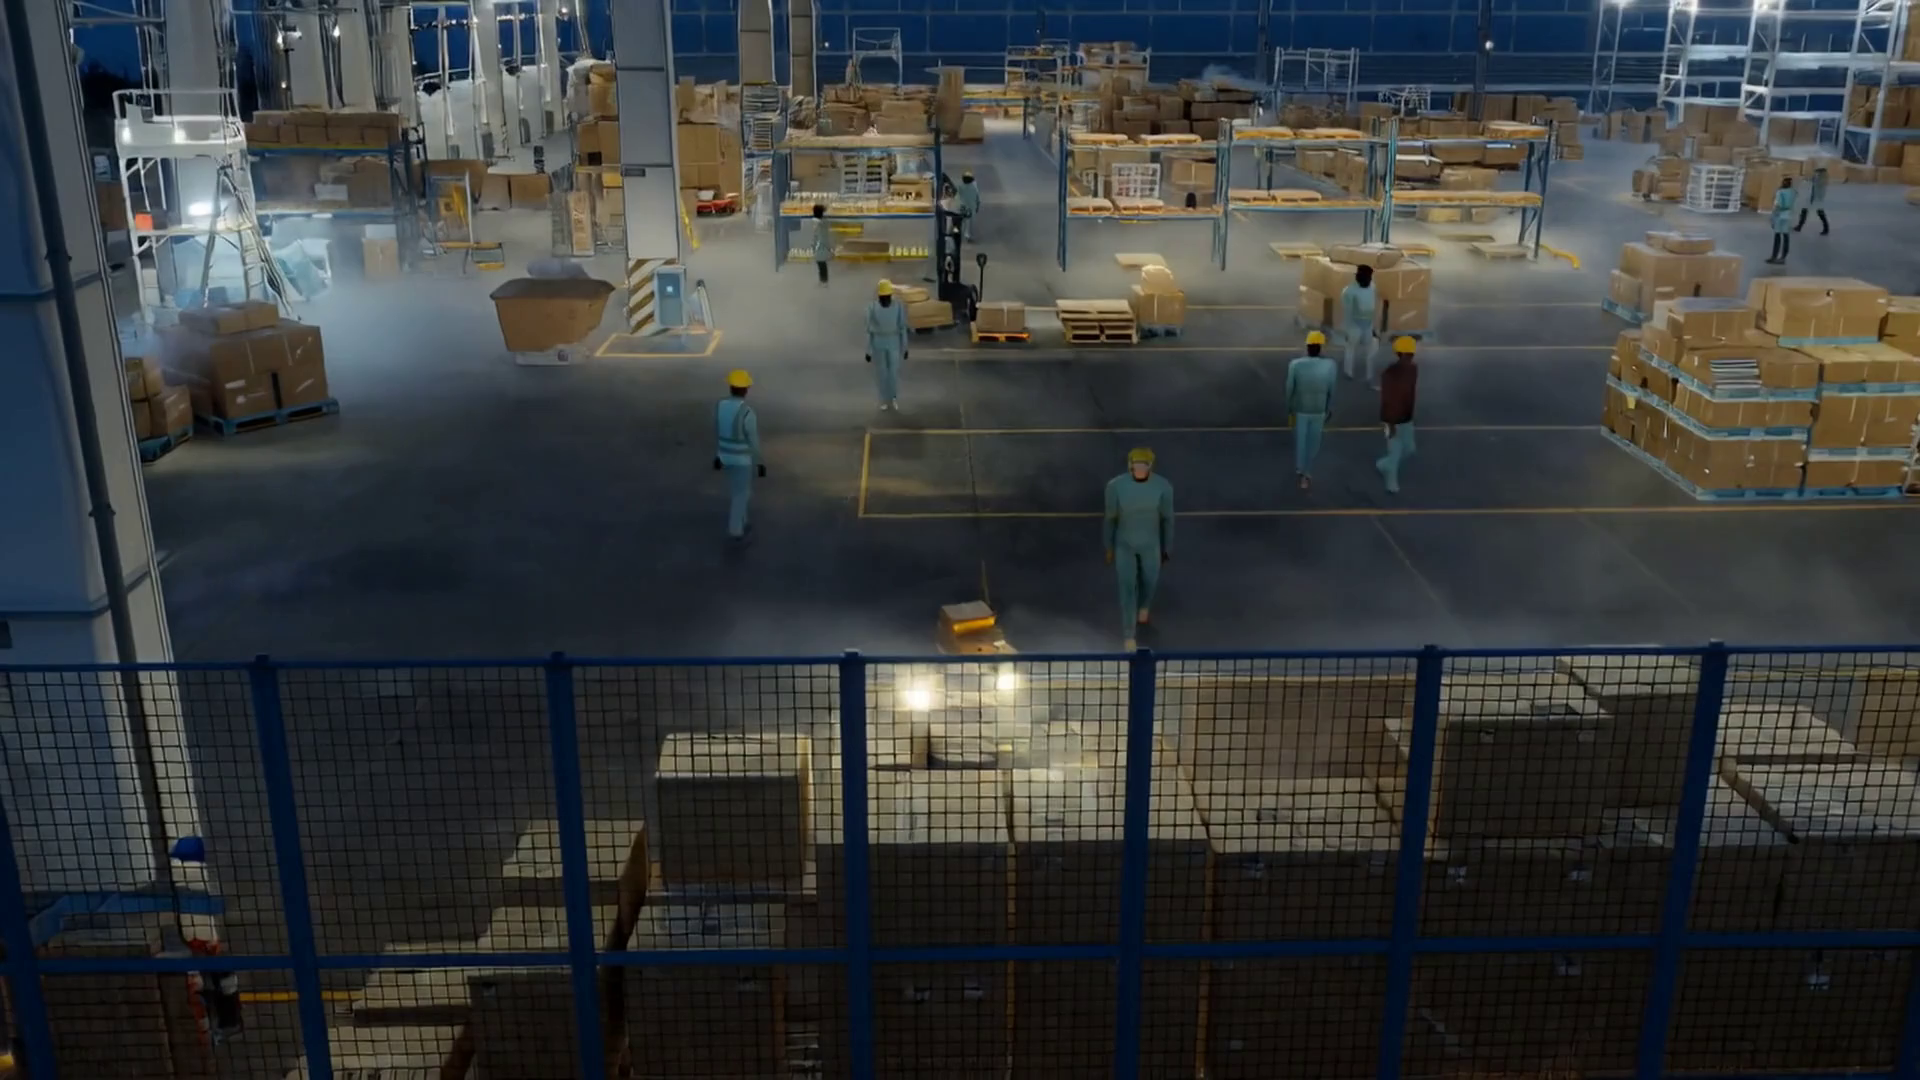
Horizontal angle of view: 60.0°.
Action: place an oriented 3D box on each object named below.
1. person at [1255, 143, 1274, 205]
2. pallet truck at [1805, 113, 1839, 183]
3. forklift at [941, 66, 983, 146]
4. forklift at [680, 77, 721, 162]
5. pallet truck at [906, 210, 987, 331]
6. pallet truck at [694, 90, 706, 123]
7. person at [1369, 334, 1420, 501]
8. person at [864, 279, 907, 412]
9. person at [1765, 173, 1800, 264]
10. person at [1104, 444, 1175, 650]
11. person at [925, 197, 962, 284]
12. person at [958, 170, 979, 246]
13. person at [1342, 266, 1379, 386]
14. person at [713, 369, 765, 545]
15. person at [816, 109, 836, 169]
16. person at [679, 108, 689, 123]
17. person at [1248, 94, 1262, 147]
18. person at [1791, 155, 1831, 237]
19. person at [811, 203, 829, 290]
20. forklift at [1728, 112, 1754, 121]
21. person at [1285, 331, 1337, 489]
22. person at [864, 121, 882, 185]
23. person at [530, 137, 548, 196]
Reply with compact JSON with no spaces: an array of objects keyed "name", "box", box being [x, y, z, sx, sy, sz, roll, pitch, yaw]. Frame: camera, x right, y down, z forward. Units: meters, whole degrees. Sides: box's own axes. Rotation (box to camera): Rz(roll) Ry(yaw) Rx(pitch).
[{"name":"person","box":[8.304,-10.082,45.378,0.516,1.842,0.326,7,20,20]},{"name":"pallet truck","box":[26.403,-11.957,50.702,0.823,1.965,1.885,6,19,16]},{"name":"forklift","box":[-0.165,-16.070,61.545,1.873,2.768,1.129,-10,21,-26]},{"name":"forklift","box":[-8.944,-13.866,55.007,1.873,2.768,1.129,-1,19,-1]},{"name":"pallet truck","box":[-0.493,-4.759,29.349,1.885,1.965,0.823,-13,23,-34]},{"name":"pallet truck","box":[-9.671,-15.907,62.421,0.823,1.965,1.885,5,19,15]},{"name":"person","box":[5.120,-1.463,19.597,0.623,1.976,0.573,-14,23,-36]},{"name":"person","box":[-1.047,-2.742,23.492,0.611,1.907,0.456,-3,19,-9]},{"name":"person","box":[17.774,-6.949,35.938,0.546,1.938,0.361,-5,19,-13]},{"name":"person","box":[1.637,0.025,15.282,0.633,1.921,0.690,2,19,6]},{"name":"person","box":[-0.332,-6.032,33.538,0.838,1.734,0.539,1,19,3]},{"name":"person","box":[0.187,-7.761,38.711,0.497,1.701,0.878,-8,20,-21]},{"name":"person","box":[6.065,-3.206,25.011,0.650,1.819,0.638,-7,20,-20]},{"name":"person","box":[-2.333,-0.912,18.039,0.652,1.926,0.643,17,25,41]},{"name":"person","box":[-4.393,-13.086,54.253,0.617,1.882,1.068,15,24,37]},{"name":"person","box":[-9.068,-13.257,54.740,0.380,1.882,0.578,2,19,7]},{"name":"person","box":[10.869,-15.434,61.161,0.388,1.910,0.590,-6,19,-16]},{"name":"person","box":[20.528,-8.234,39.780,0.623,1.926,0.997,-9,21,-24]},{"name":"person","box":[-2.781,-5.825,32.972,0.317,1.696,0.540,4,19,12]},{"name":"forklift","box":[28.682,-15.409,59.582,1.873,2.768,1.129,-1,19,-1]},{"name":"person","box":[4.234,-1.593,20.157,0.575,1.874,1.013,6,20,17]},{"name":"person","box":[-2.610,-11.570,49.735,1.015,1.886,0.649,10,21,28]},{"name":"person","box":[-11.944,-10.583,47.178,0.515,1.641,0.315,9,20,24]}]
